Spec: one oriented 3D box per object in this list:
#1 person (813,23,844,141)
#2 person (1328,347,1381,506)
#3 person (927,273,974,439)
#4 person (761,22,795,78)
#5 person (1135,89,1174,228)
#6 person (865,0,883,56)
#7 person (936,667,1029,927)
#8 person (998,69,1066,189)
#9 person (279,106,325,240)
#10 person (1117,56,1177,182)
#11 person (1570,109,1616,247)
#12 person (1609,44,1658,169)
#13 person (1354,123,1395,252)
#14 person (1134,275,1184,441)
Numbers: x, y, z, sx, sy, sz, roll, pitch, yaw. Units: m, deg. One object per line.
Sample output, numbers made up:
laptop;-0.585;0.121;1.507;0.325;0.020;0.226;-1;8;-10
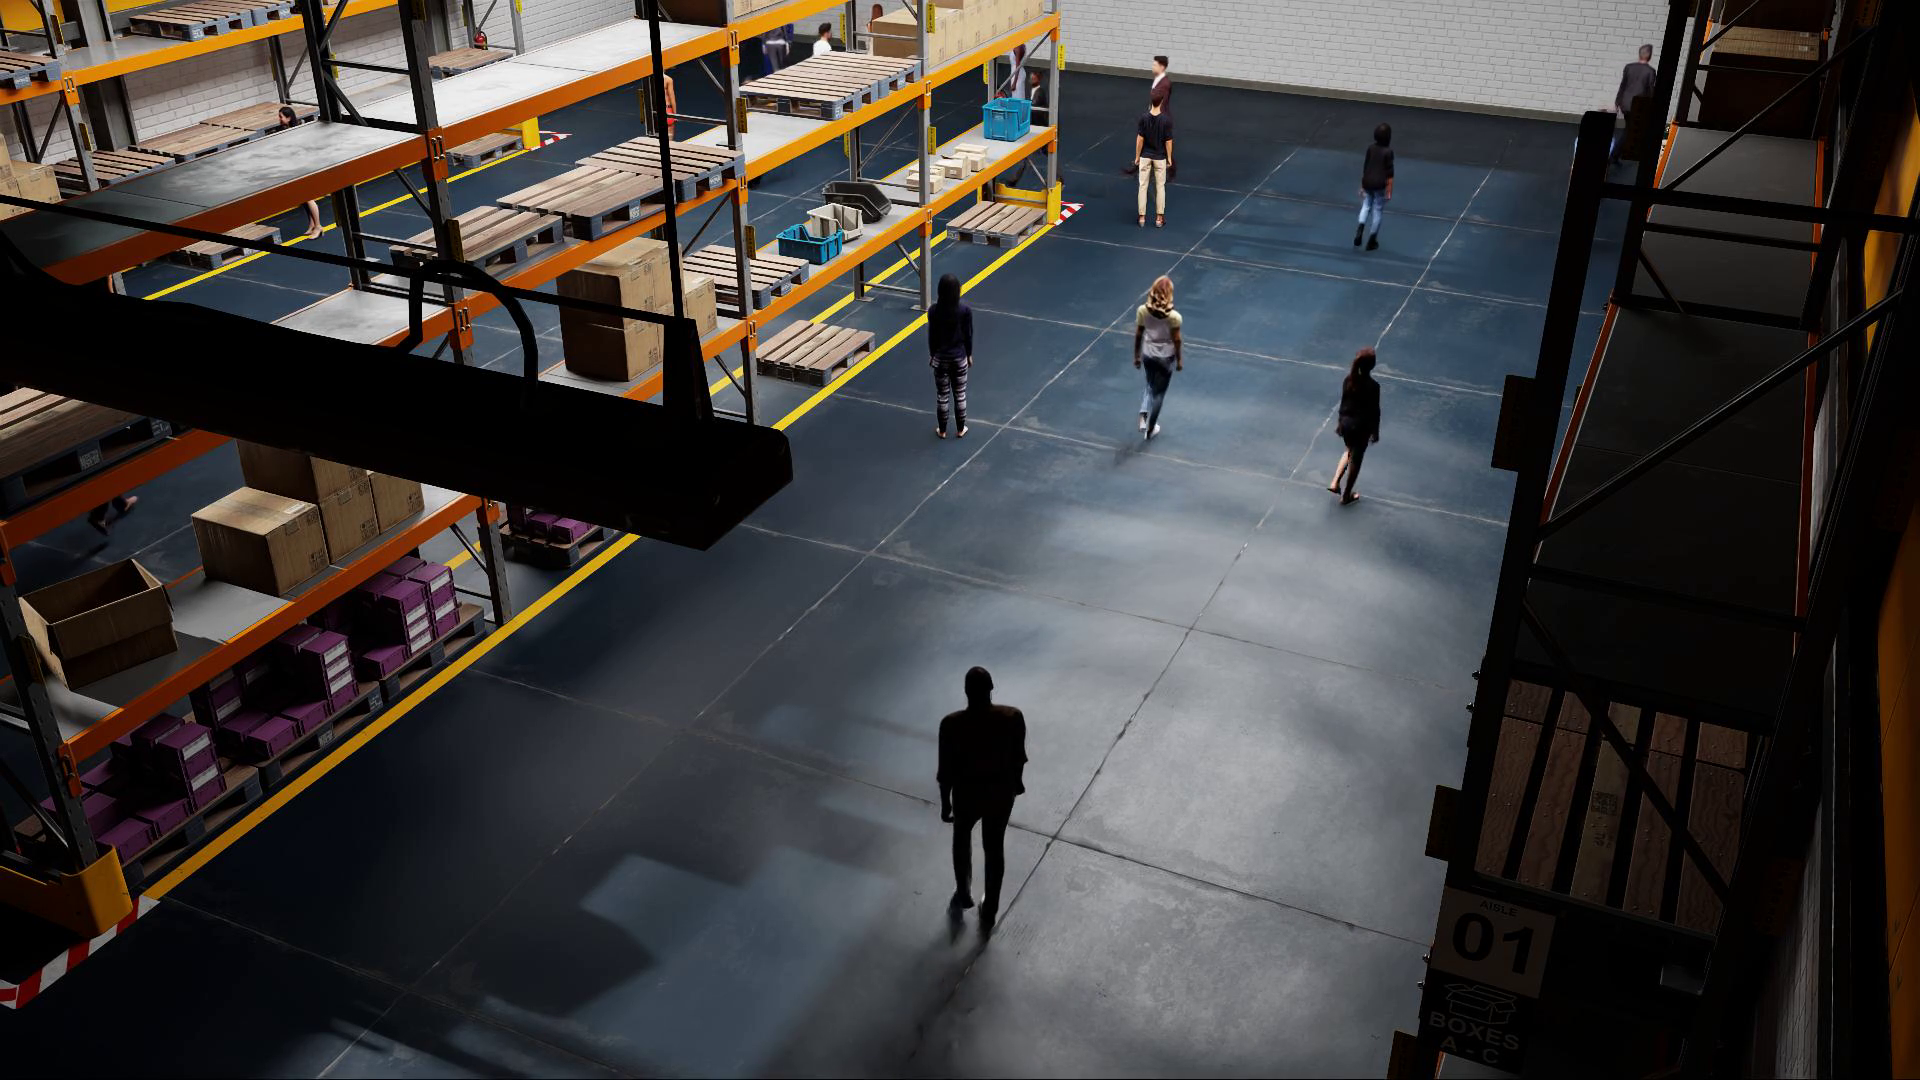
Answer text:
person;-2.223;-7.264;26.468;1.037;1.840;0.930;-17;33;-29
person;3.619;-1.032;15.349;0.699;1.546;0.637;-22;36;-35
person;-0.097;-1.845;16.643;0.680;1.735;0.672;-1;29;-2
person;-3.275;-8.938;29.572;0.861;1.806;0.818;6;29;10
person;2.633;-5.204;22.674;0.696;1.857;0.612;5;29;10
person;-1.416;-8.293;28.494;0.587;1.707;0.533;13;31;22
person;0.157;1.629;10.197;0.847;1.809;0.845;-2;29;-4
person;1.219;-5.879;24.037;1.070;1.736;1.259;2;29;4
person;-8.826;-4.911;22.229;0.803;1.769;0.777;-18;33;-29
person;3.021;-6.166;24.468;1.166;1.827;1.185;-5;29;-9
person;8.173;-4.657;21.679;0.637;1.848;0.665;11;31;20
person;10.175;-6.546;25.199;1.356;1.794;1.131;-20;34;-32
person;5.383;-4.566;21.682;0.641;1.686;0.778;19;34;30
person;1.938;-1.769;16.528;0.665;1.712;0.664;16;32;27
